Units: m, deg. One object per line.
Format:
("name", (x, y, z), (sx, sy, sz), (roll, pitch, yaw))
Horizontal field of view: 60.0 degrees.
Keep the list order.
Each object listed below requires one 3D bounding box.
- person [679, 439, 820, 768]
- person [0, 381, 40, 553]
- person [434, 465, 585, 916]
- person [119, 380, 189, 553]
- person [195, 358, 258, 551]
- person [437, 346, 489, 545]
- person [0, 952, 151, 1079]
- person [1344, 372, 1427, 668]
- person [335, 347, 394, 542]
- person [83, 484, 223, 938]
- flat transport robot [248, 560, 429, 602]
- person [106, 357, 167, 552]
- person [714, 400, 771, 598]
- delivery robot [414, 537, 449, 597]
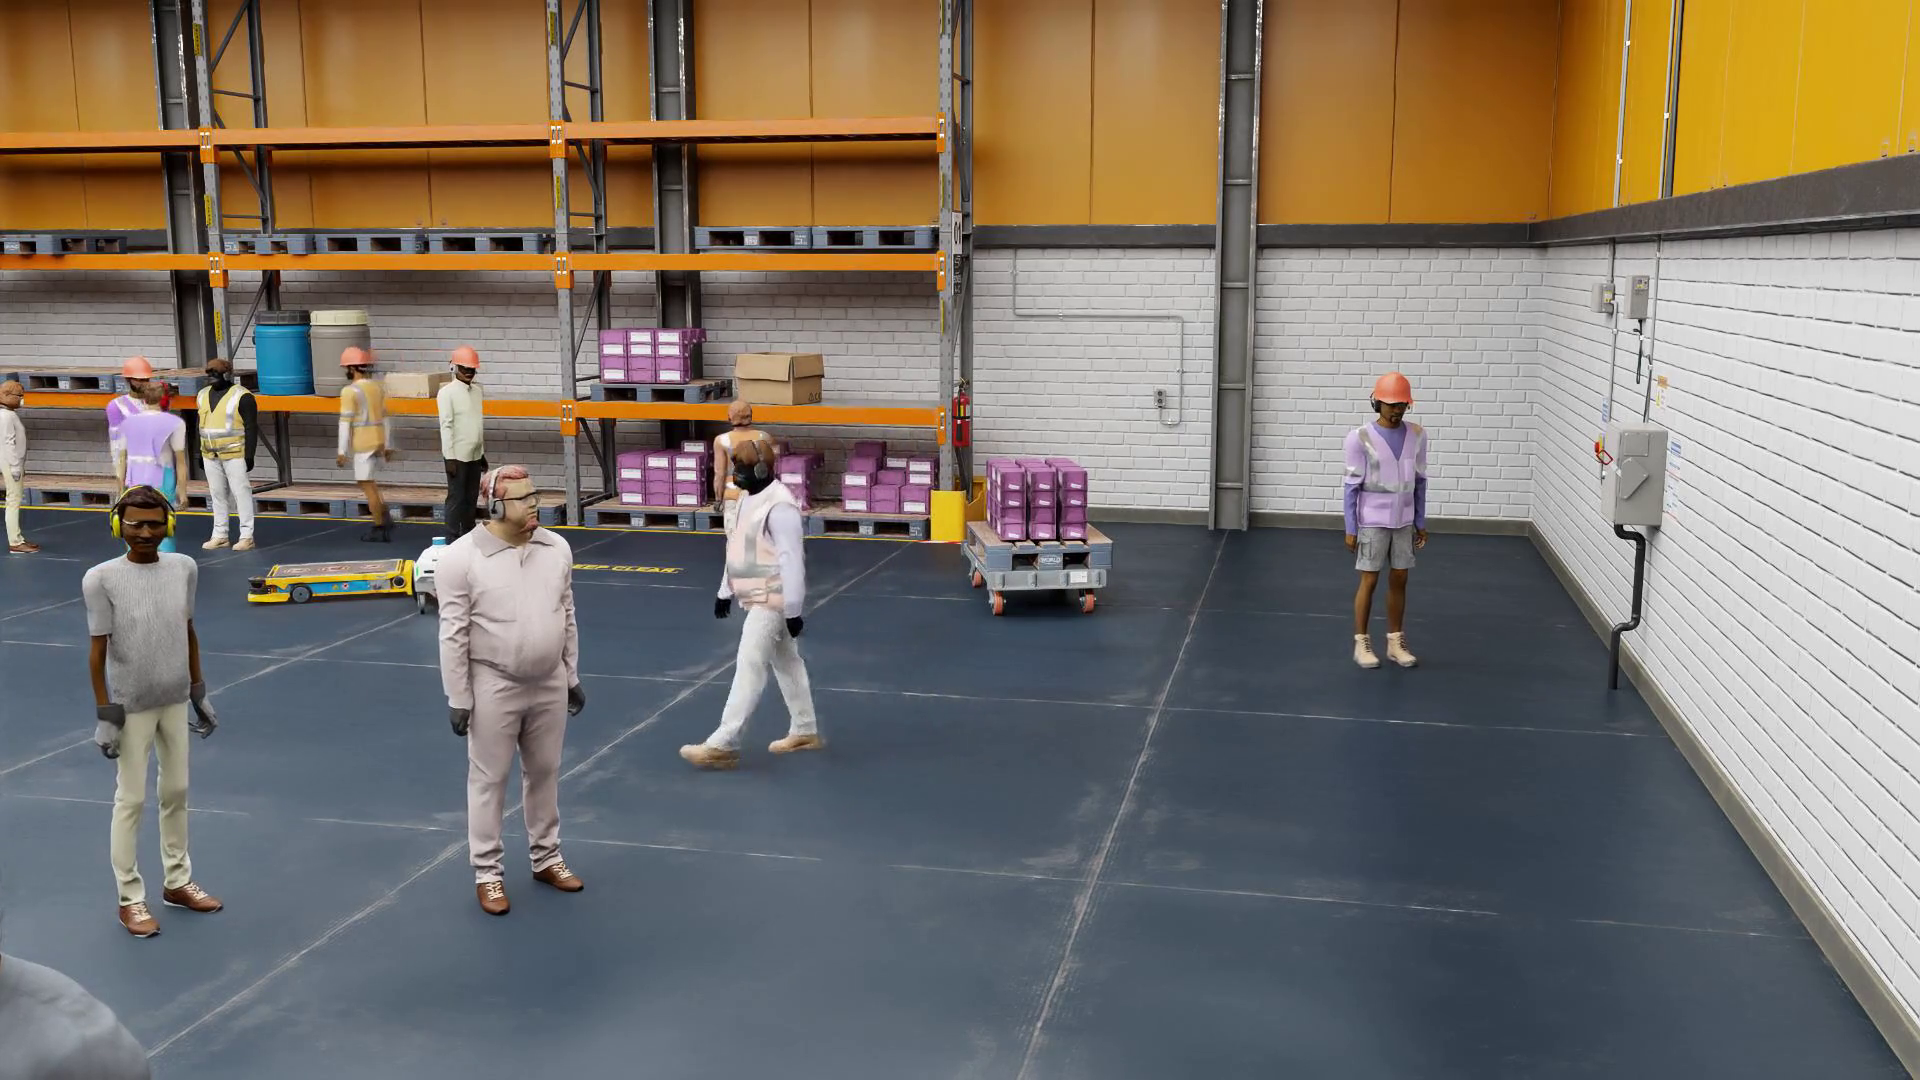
("person", (-1.178, 0.344, 9.183), (0.916, 1.799, 0.643), (-4, 10, -21))
("person", (-8.986, -0.694, 15.821), (0.288, 1.633, 0.497), (-5, 11, -26))
("person", (-1.905, 0.628, 7.167), (0.651, 1.912, 0.410), (-9, 13, -44))
("person", (-6.741, -0.430, 13.815), (0.575, 1.806, 0.851), (3, 10, 16))
("person", (-7.035, -0.814, 15.919), (0.636, 1.840, 0.429), (2, 10, 14))
("person", (-4.534, -0.780, 15.273), (0.392, 1.990, 0.611), (3, 10, 17))
("person", (-1.608, 1.365, 2.723), (0.635, 1.937, 0.359), (2, 10, 12))
("person", (2.906, -0.130, 11.317), (0.613, 2.032, 0.401), (-3, 10, -17))
("person", (-5.848, -0.925, 16.340), (0.479, 1.917, 0.556), (2, 10, 13))
("person", (-3.354, 0.691, 6.938), (0.330, 1.866, 0.512), (6, 11, 30))
("flat transport robot", (-5.109, 0.325, 13.815), (1.431, 0.197, 0.652), (-3, 10, -16))
("person", (-7.139, -0.634, 14.566), (0.358, 1.938, 0.545), (5, 11, 29))
("person", (-1.778, -0.337, 13.688), (0.512, 1.639, 0.311), (-5, 11, -26))
("delivery robot", (-4.163, 0.219, 13.323), (0.477, 0.478, 0.707), (-2, 10, -12))
